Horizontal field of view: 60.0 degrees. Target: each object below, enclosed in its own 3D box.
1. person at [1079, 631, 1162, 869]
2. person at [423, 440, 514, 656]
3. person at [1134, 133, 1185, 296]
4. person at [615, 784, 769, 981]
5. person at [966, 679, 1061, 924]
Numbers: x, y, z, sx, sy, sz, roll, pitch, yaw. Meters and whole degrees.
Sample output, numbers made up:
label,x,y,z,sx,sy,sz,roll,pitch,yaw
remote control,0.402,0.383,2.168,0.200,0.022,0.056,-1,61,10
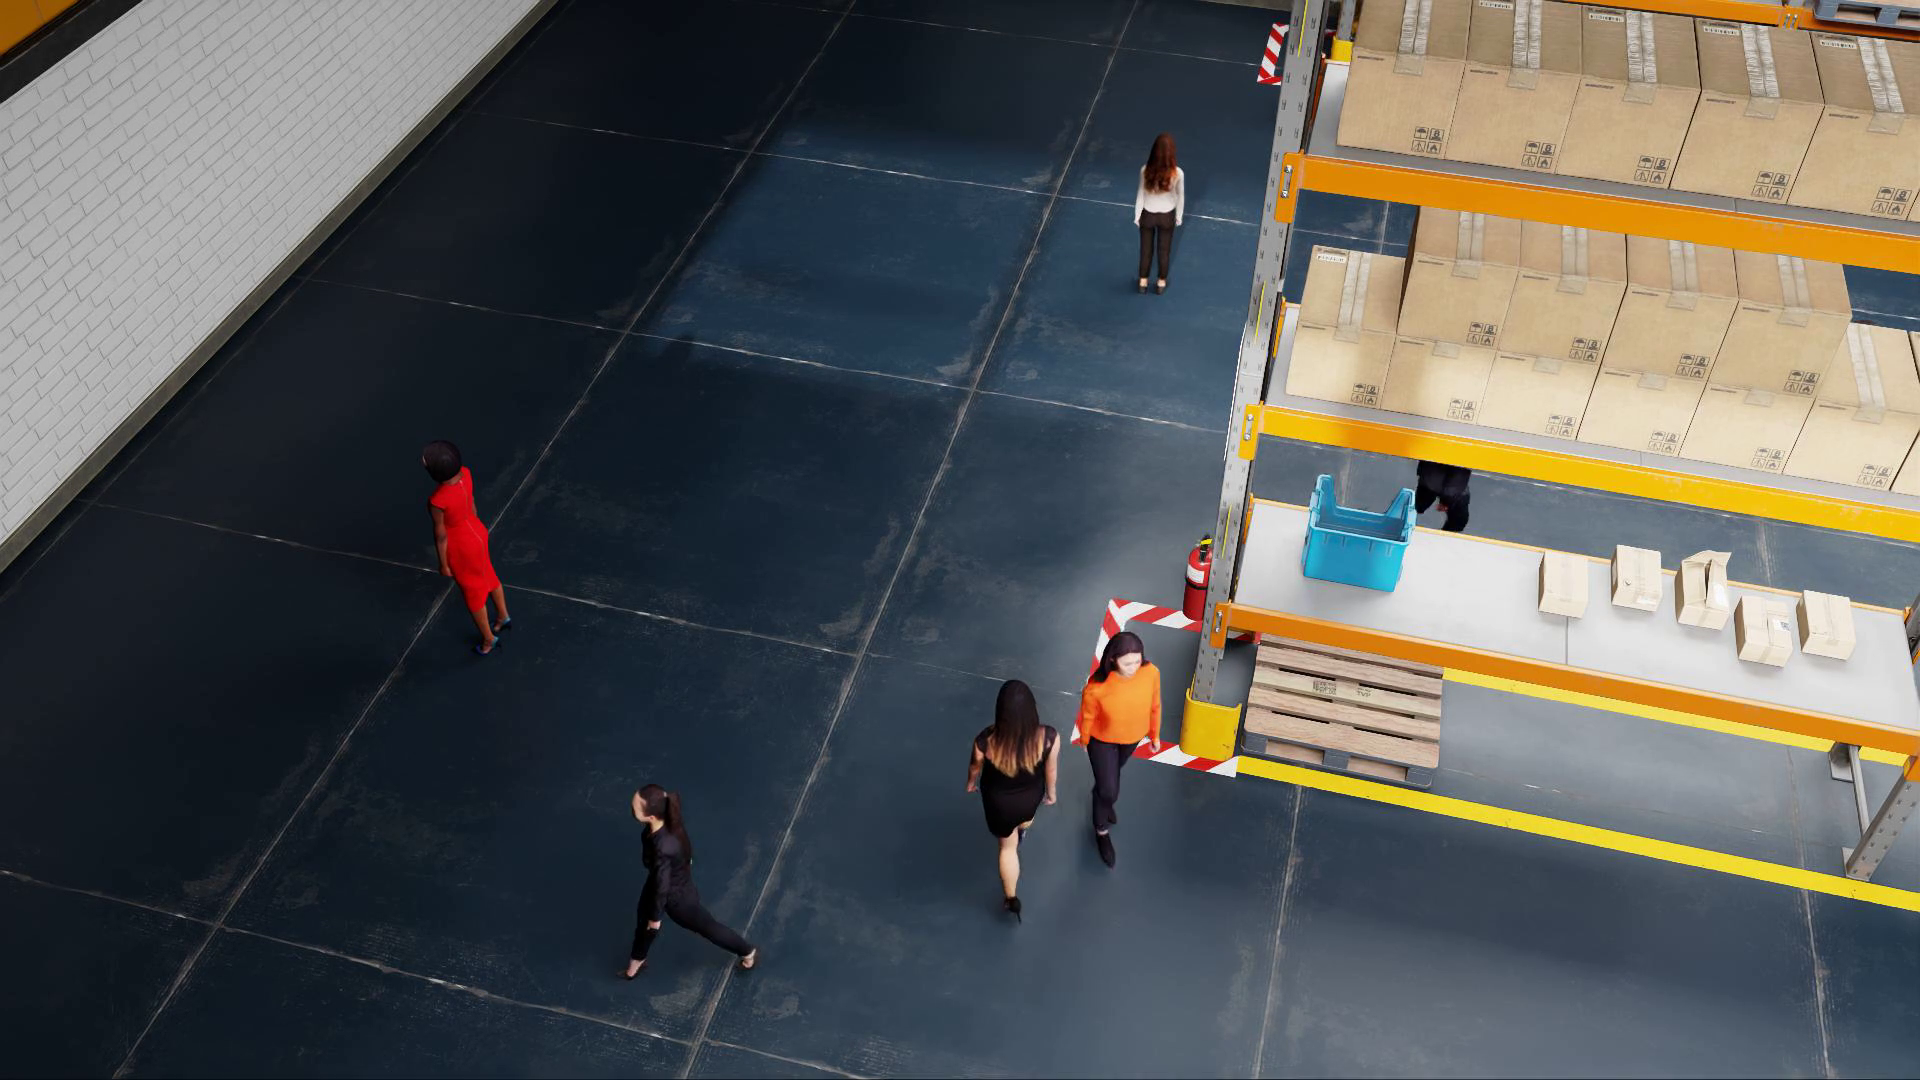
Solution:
label,x,y,z,sx,sy,sz,roll,pitch,yaw
person,0.868,1.072,9.711,0.848,1.732,0.901,-19,47,-19
person,-3.191,0.058,10.767,0.490,1.743,0.551,11,45,11
person,1.652,-2.703,13.852,0.462,1.485,0.632,5,44,6
person,-1.439,1.881,8.910,1.165,1.666,0.906,-7,44,-7
person,0.308,1.490,9.310,0.994,1.679,0.942,-6,44,-6
